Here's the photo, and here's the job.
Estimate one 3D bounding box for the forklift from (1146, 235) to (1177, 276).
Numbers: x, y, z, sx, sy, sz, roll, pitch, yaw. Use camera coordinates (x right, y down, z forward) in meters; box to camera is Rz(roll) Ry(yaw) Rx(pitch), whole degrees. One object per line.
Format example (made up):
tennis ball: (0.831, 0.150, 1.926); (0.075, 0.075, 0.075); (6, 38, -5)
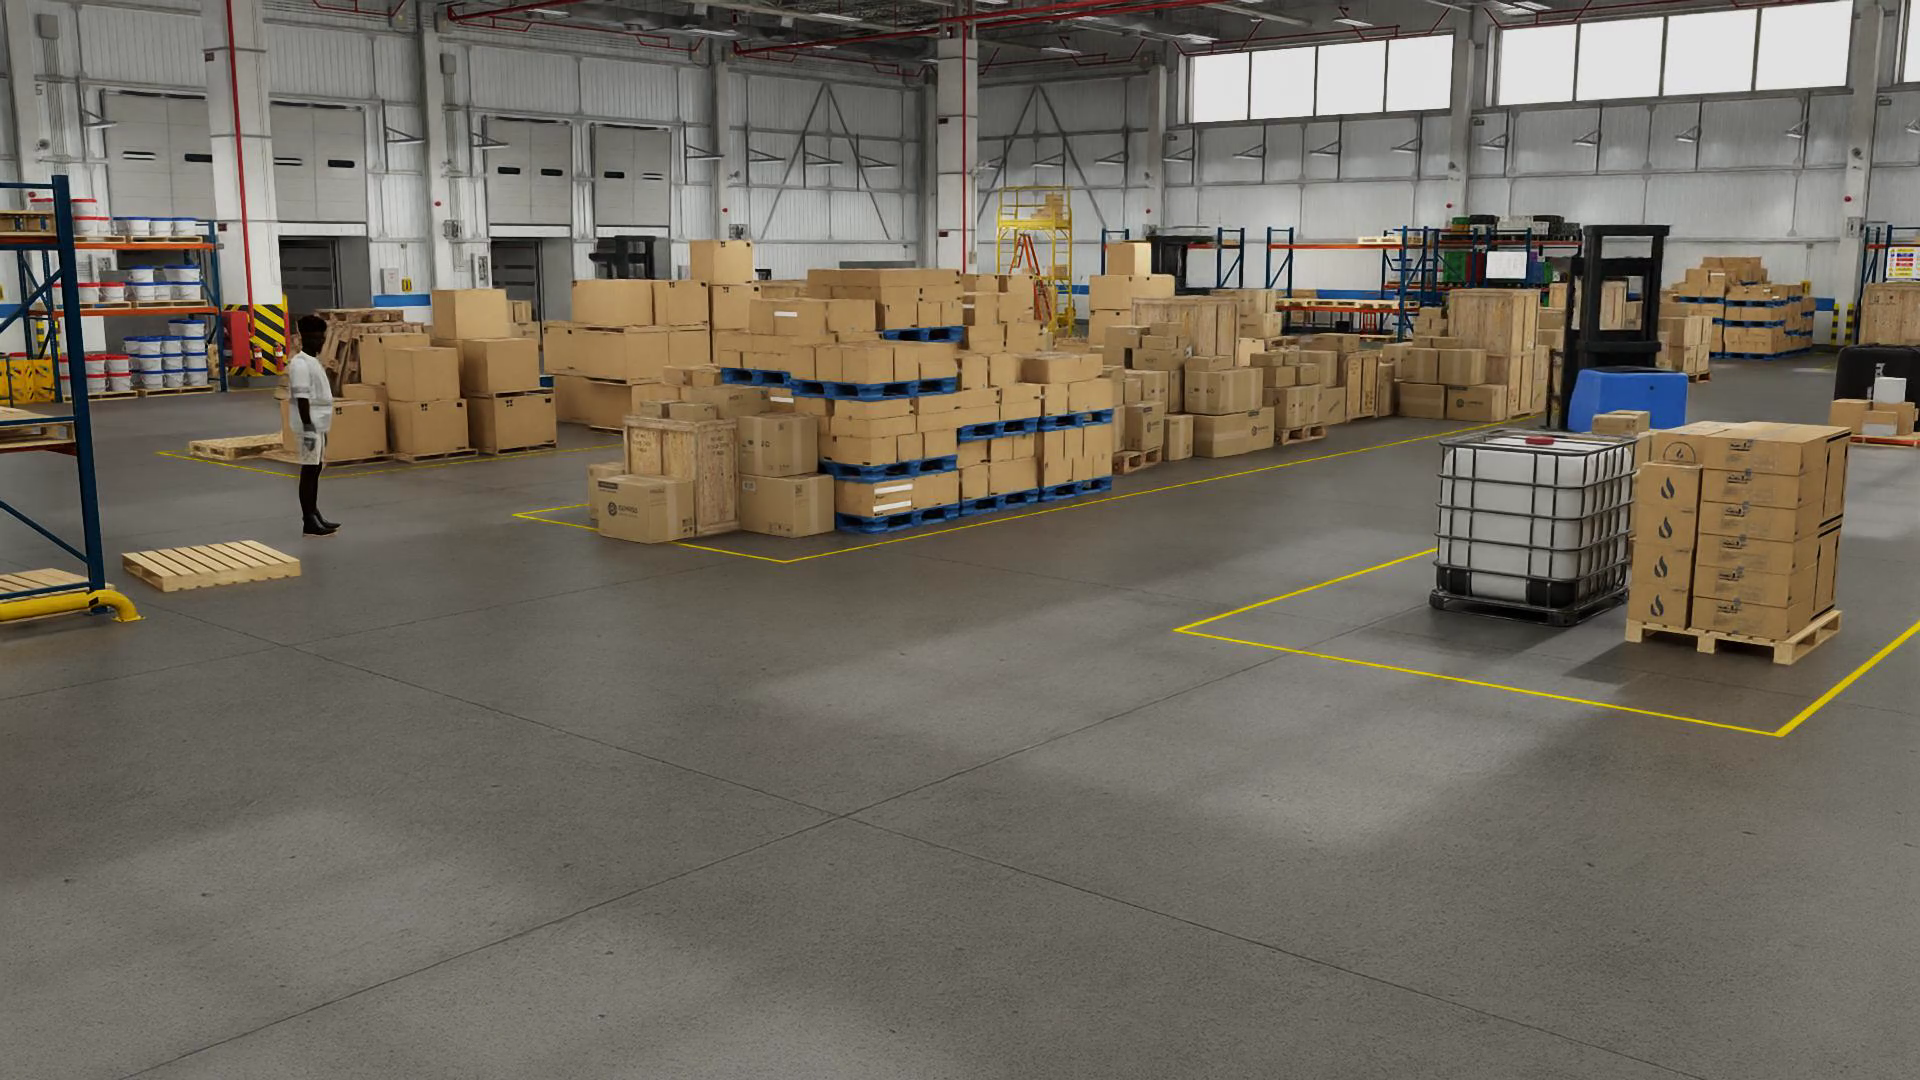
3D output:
forklift: (4.546, -5.511, 37.772); (1.873, 2.768, 1.129); (7, 12, 34)

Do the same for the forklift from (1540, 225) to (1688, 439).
forklift: (8.042, -2.444, 20.307); (1.129, 2.768, 1.873); (0, 10, 0)

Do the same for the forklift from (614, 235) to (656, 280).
forklift: (-7.246, -5.443, 37.381); (1.873, 2.768, 1.129); (8, 13, 39)

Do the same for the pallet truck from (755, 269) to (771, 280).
pallet truck: (-4.996, -6.432, 45.525); (1.885, 1.965, 0.823); (-6, 12, -32)

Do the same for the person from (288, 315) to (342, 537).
person: (-5.735, -1.007, 14.744); (0.375, 1.959, 0.600); (-2, 10, -11)
